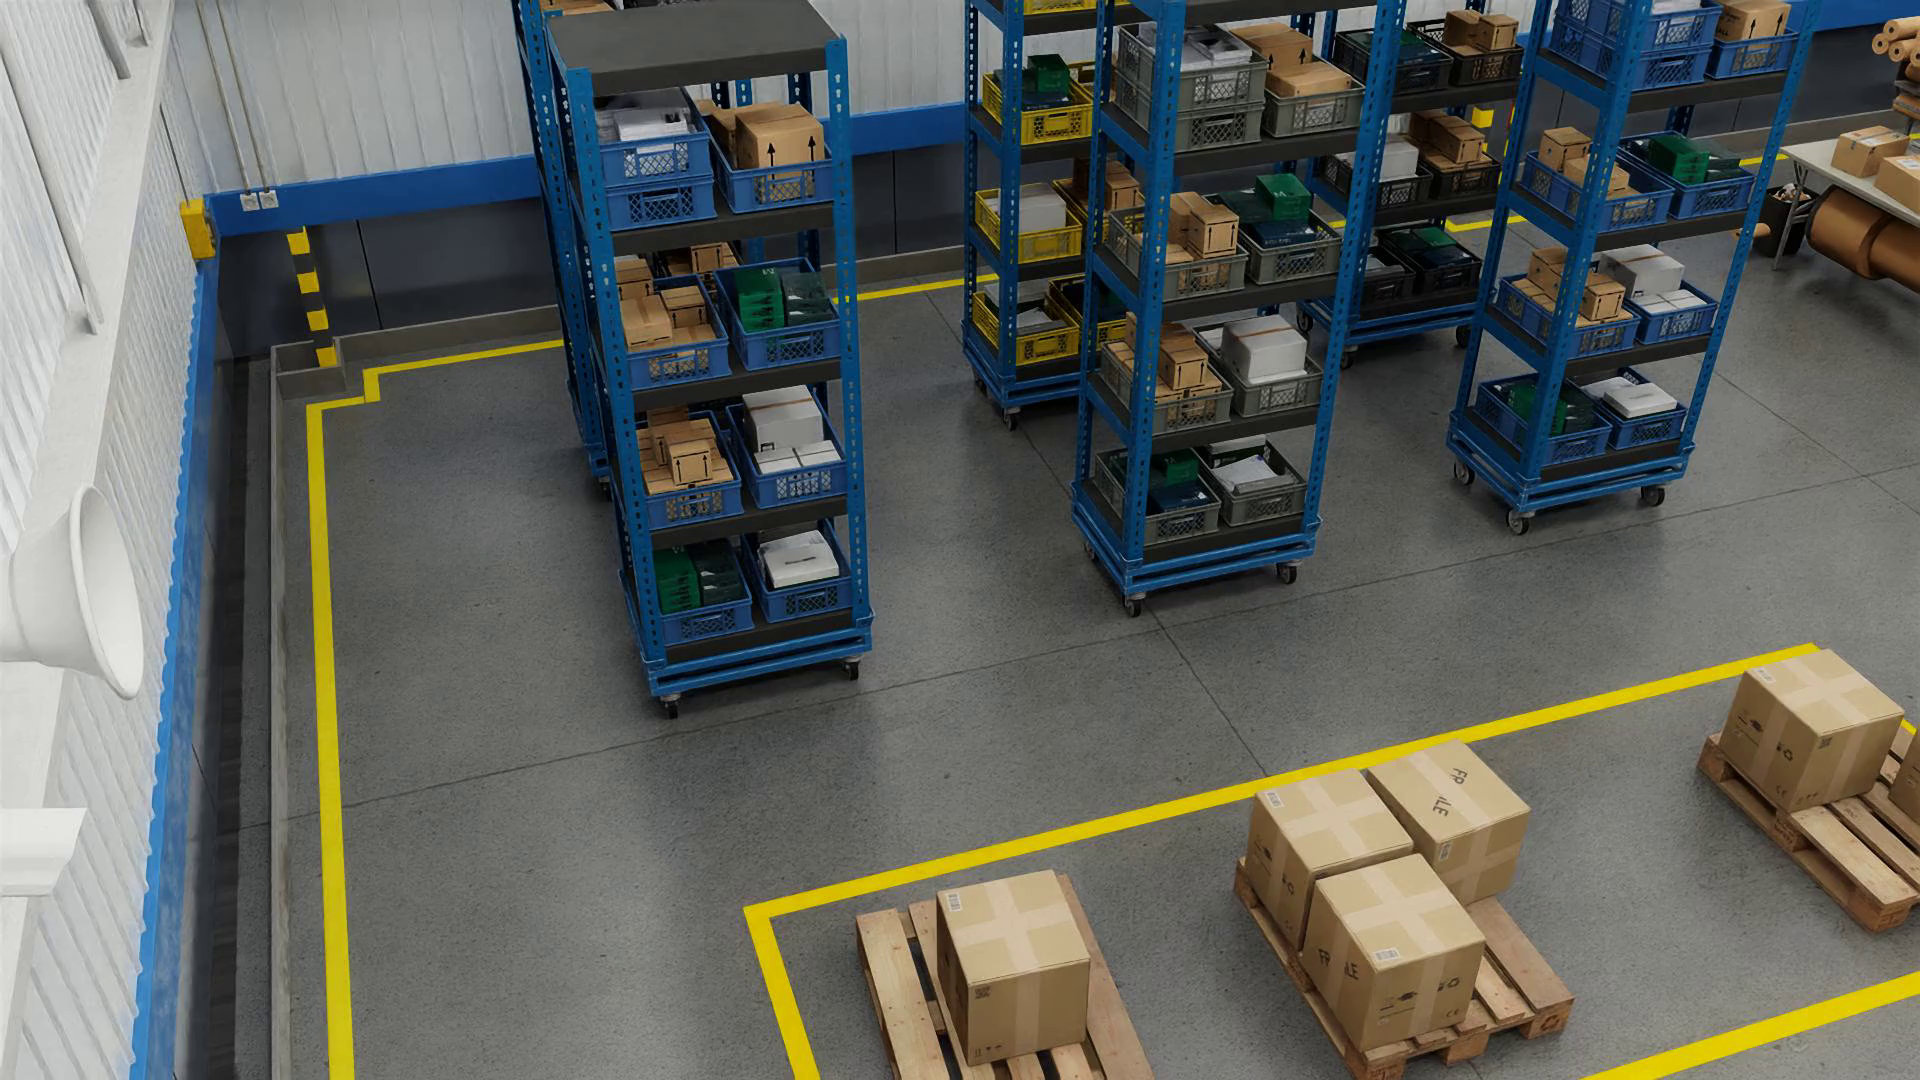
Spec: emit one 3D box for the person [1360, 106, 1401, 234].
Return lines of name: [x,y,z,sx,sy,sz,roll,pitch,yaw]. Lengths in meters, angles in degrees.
person: [3.248,-3.139,13.221,0.582,1.744,0.412,-29,44,-35]
